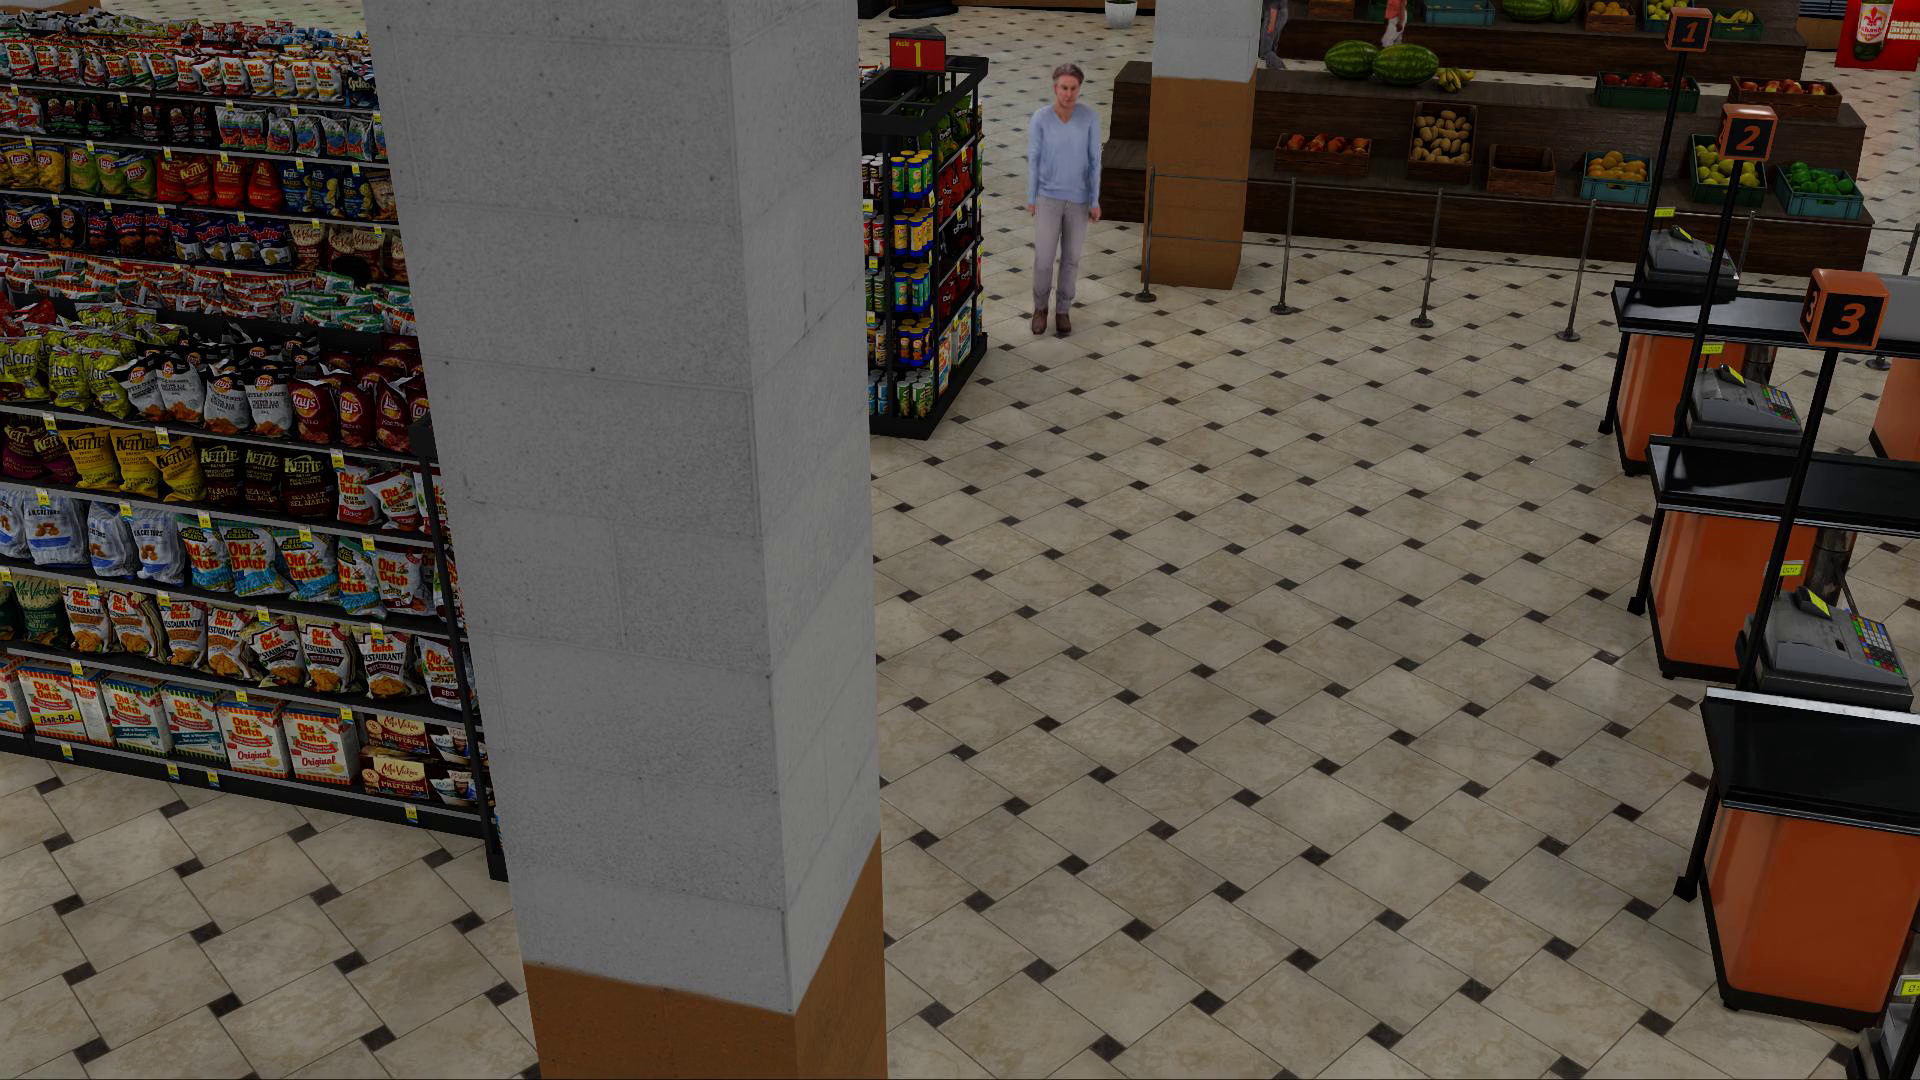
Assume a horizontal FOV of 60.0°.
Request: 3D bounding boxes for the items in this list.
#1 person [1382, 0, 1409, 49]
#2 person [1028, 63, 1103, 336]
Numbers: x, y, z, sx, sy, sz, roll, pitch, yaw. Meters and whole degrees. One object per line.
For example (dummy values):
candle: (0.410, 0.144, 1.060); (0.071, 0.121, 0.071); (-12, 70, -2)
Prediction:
person: (4.863, -5.748, 18.280); (0.531, 1.304, 0.502); (3, 29, 6)
person: (0.697, -2.353, 11.463); (0.713, 1.879, 0.808); (-2, 29, -4)
